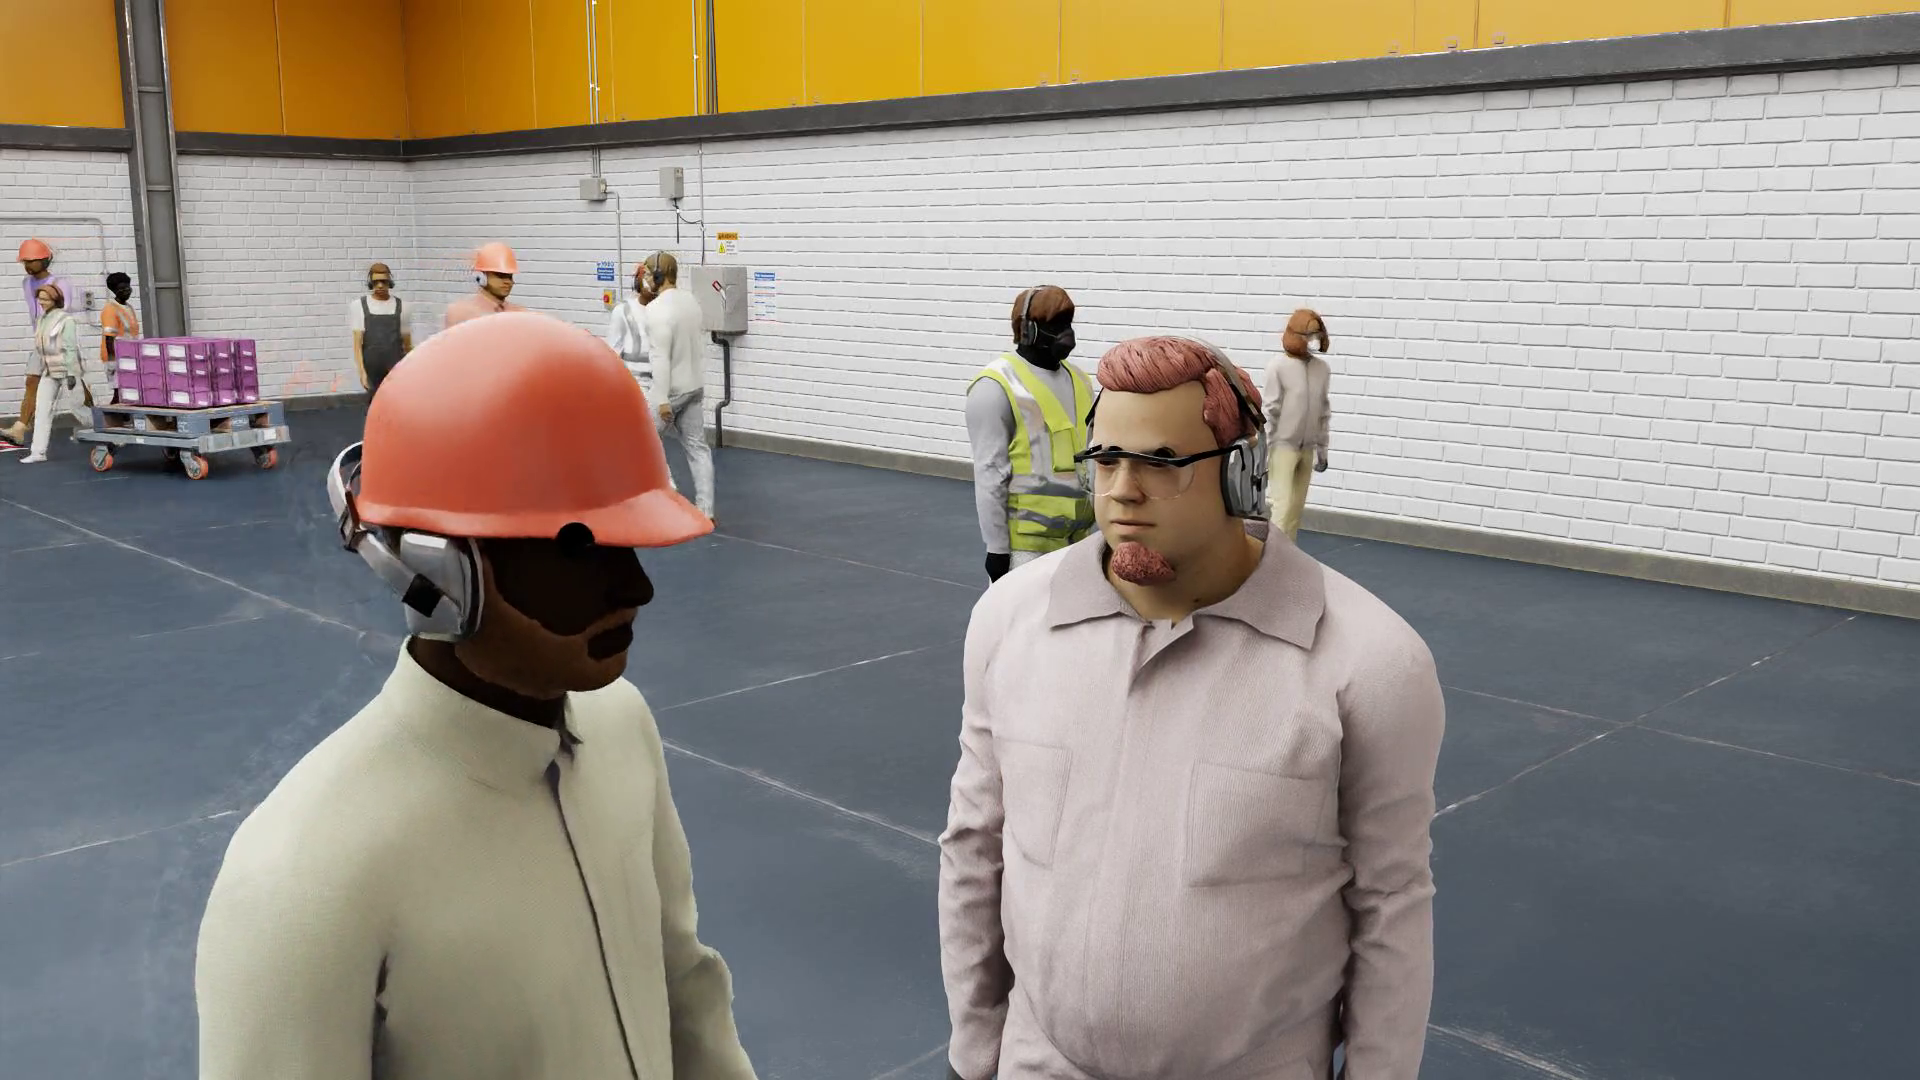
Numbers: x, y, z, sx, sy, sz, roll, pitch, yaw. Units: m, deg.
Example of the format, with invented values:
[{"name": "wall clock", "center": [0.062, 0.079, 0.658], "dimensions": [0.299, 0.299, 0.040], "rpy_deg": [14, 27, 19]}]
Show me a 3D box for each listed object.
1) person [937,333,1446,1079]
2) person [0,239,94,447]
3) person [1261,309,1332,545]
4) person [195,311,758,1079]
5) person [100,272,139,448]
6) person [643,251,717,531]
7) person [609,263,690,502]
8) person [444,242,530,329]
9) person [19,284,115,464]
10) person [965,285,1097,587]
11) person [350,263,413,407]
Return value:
[{"name": "person", "center": [0.256, 0.692, 2.140], "dimensions": [0.651, 1.906, 0.402], "rpy_deg": [5, 12, 25]}, {"name": "person", "center": [-8.714, -1.861, 15.859], "dimensions": [0.630, 1.971, 1.130], "rpy_deg": [4, 11, 21]}, {"name": "person", "center": [1.884, -0.481, 9.345], "dimensions": [0.549, 1.611, 0.434], "rpy_deg": [-7, 13, -35]}, {"name": "person", "center": [-0.314, 0.774, 1.570], "dimensions": [0.960, 1.948, 0.619], "rpy_deg": [2, 11, 10]}, {"name": "person", "center": [-8.038, -1.727, 15.950], "dimensions": [0.352, 1.683, 0.615], "rpy_deg": [-1, 10, -7]}, {"name": "person", "center": [-2.031, -1.003, 11.370], "dimensions": [0.788, 1.911, 0.647], "rpy_deg": [5, 11, 23]}, {"name": "person", "center": [-2.400, -1.184, 12.607], "dimensions": [0.969, 1.834, 0.595], "rpy_deg": [9, 14, 41]}, {"name": "person", "center": [-2.765, -0.779, 9.952], "dimensions": [0.430, 1.980, 0.643], "rpy_deg": [8, 13, 38]}, {"name": "person", "center": [-8.067, -1.505, 14.985], "dimensions": [0.534, 1.598, 0.819], "rpy_deg": [5, 12, 28]}, {"name": "person", "center": [0.304, -0.013, 6.155], "dimensions": [0.429, 1.845, 0.625], "rpy_deg": [9, 13, 39]}, {"name": "person", "center": [-4.963, -1.484, 14.334], "dimensions": [0.498, 1.800, 1.005], "rpy_deg": [-4, 11, -21]}]
